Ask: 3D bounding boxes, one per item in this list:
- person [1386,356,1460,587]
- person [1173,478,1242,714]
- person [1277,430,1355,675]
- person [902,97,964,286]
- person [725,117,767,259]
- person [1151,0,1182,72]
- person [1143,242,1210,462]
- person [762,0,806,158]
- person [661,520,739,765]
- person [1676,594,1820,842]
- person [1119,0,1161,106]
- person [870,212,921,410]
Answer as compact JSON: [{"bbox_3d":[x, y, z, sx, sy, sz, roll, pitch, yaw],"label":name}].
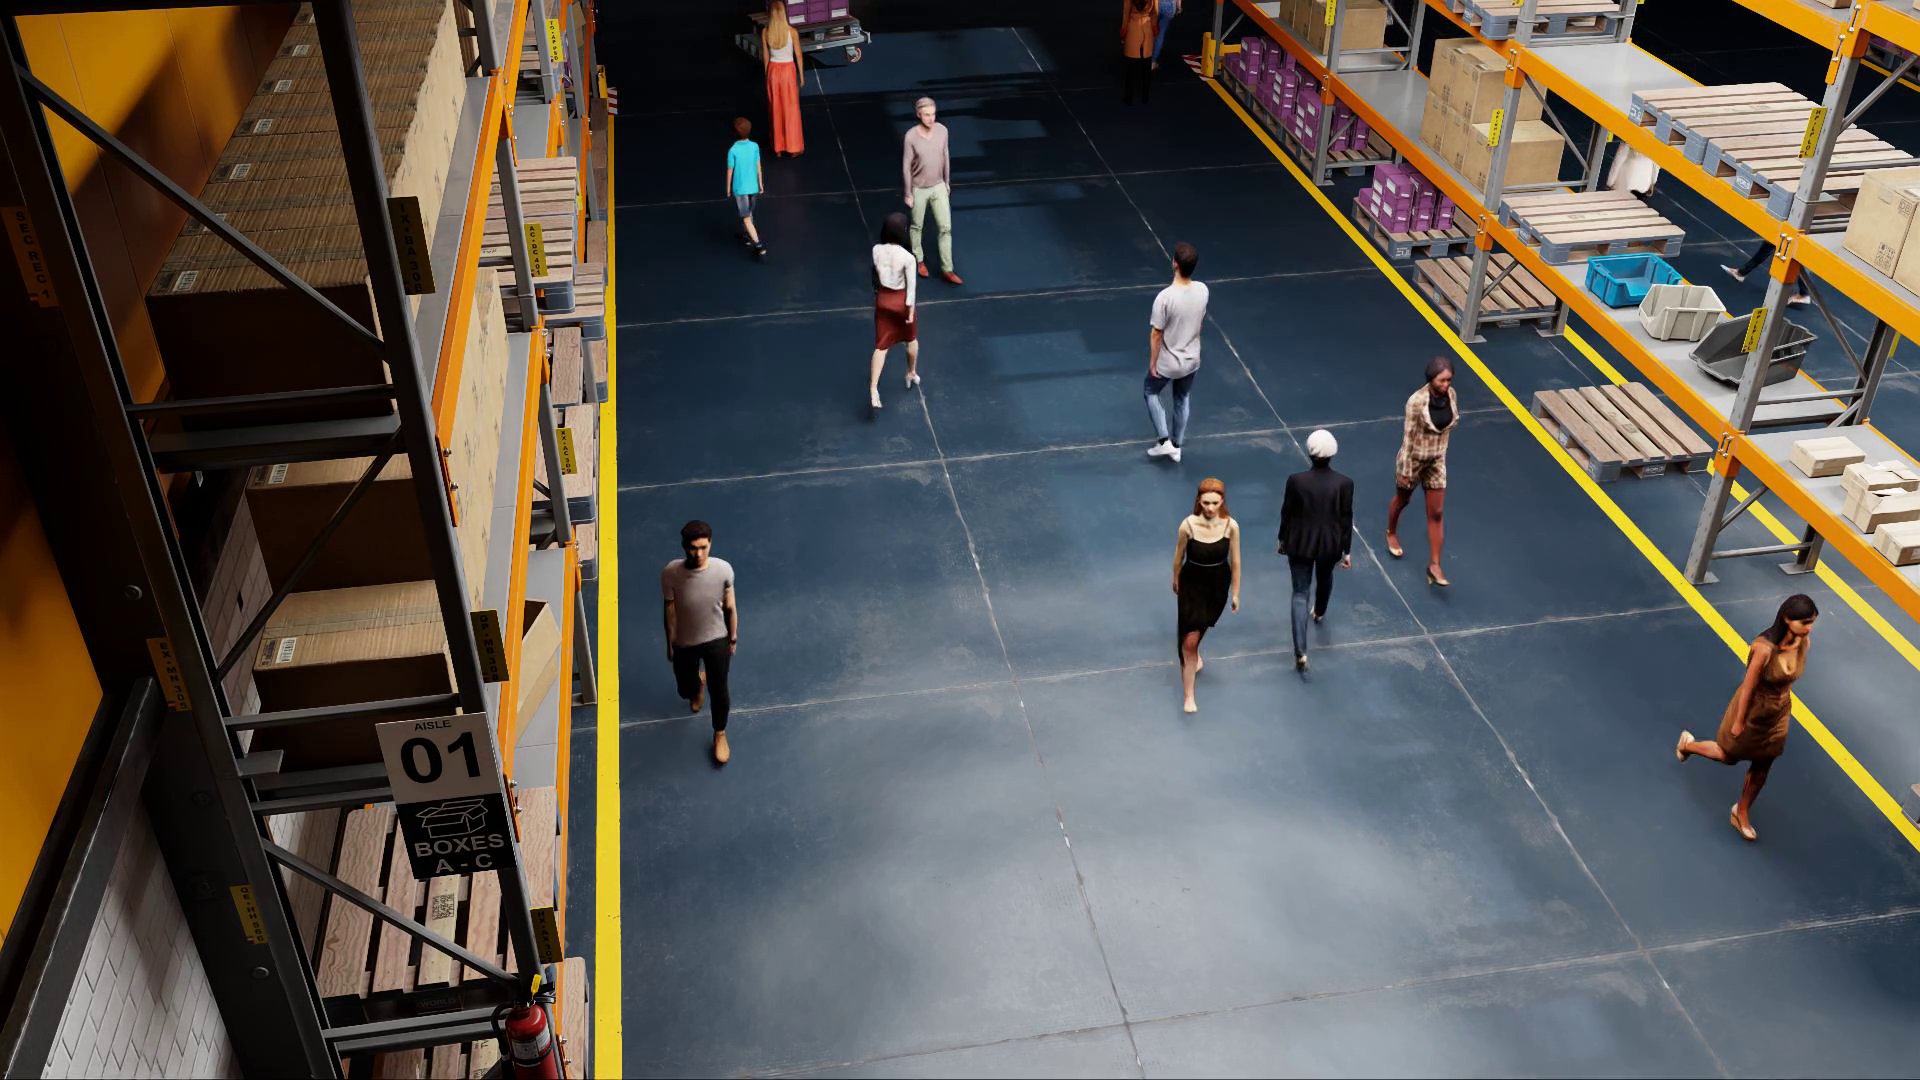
[{"bbox_3d":[3.310,-0.571,12.127,0.682,1.751,1.064,-10,35,-14],"label":"person"},{"bbox_3d":[1.616,0.266,11.019,0.653,1.583,1.070,-2,34,-2],"label":"person"},{"bbox_3d":[2.435,0.100,11.267,0.987,1.746,1.191,6,34,8],"label":"person"},{"bbox_3d":[-0.368,-3.486,16.425,0.860,1.847,1.061,-14,36,-20],"label":"person"},{"bbox_3d":[-2.156,-3.576,16.942,0.804,1.425,1.009,-23,40,-30],"label":"person"},{"bbox_3d":[2.649,-6.986,21.922,0.791,1.591,0.857,14,36,20],"label":"person"},{"bbox_3d":[1.778,-1.445,13.328,0.746,1.877,0.759,-15,36,-21],"label":"person"},{"bbox_3d":[-2.056,-5.332,19.243,0.705,1.802,0.703,6,34,9],"label":"person"},{"bbox_3d":[-1.626,0.574,10.447,0.640,1.703,0.878,-4,34,-5],"label":"person"},{"bbox_3d":[4.665,0.989,9.853,0.665,1.671,0.967,-11,35,-16],"label":"person"},{"bbox_3d":[2.240,-6.311,20.790,0.691,1.720,0.607,-3,34,-4],"label":"person"},{"bbox_3d":[-0.602,-1.915,14.182,1.001,1.715,1.164,14,36,20],"label":"person"}]
